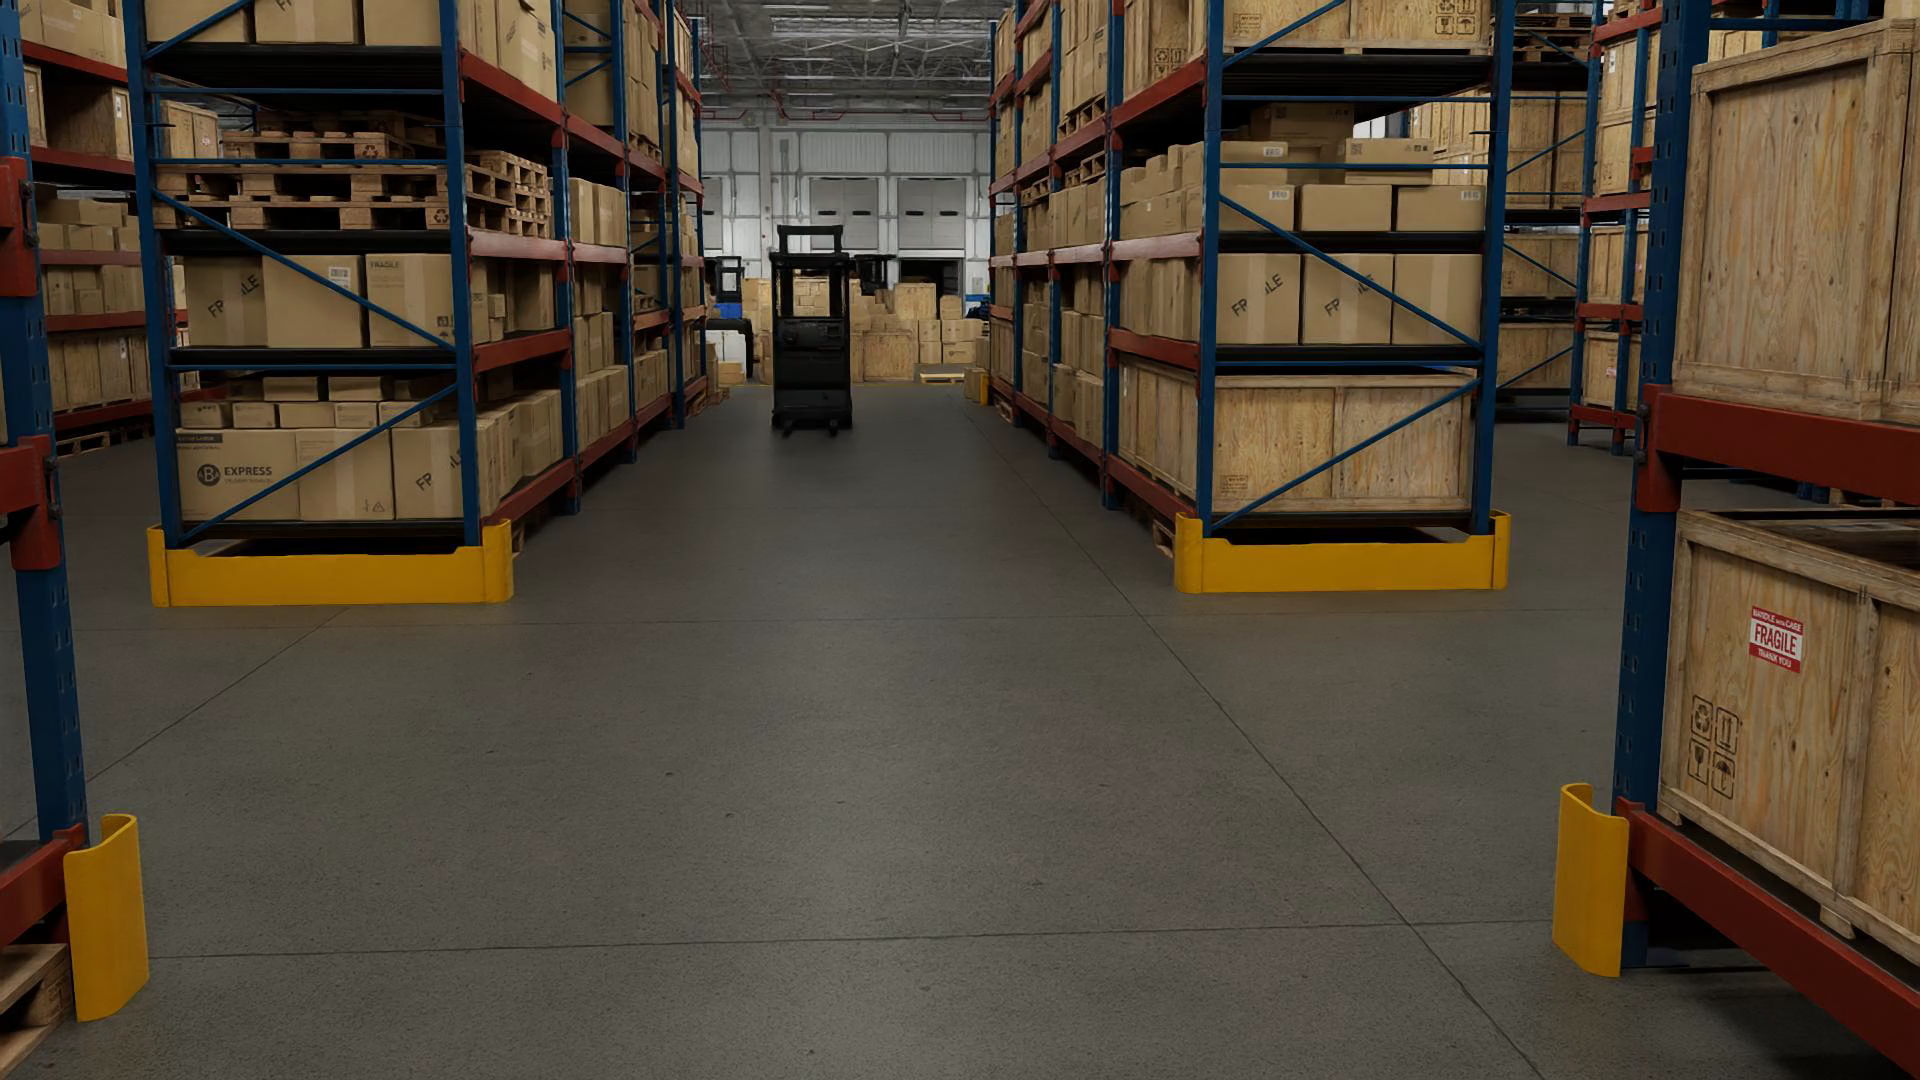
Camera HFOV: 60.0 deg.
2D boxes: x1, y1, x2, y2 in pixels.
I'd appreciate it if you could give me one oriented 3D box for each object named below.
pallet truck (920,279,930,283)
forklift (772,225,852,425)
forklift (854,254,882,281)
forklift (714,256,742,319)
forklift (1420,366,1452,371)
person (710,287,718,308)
[{"bbox_3d":[-0.932,-8.922,63.114,1.885,1.965,0.823,2,9,13],"label":"pallet truck"},{"bbox_3d":[-2.119,-3.098,23.783,1.129,2.768,1.873,-1,9,-4],"label":"forklift"},{"bbox_3d":[-3.133,-8.342,56.712,1.129,2.768,1.873,-6,11,-32],"label":"forklift"},{"bbox_3d":[-8.560,-9.153,61.804,1.129,2.768,1.873,-1,9,-4],"label":"forklift"},{"bbox_3d":[5.165,-2.515,20.121,1.129,2.768,1.873,-1,9,-4],"label":"forklift"},{"bbox_3d":[-9.192,-8.605,62.084,0.557,1.683,0.386,-2,9,-12],"label":"person"}]
